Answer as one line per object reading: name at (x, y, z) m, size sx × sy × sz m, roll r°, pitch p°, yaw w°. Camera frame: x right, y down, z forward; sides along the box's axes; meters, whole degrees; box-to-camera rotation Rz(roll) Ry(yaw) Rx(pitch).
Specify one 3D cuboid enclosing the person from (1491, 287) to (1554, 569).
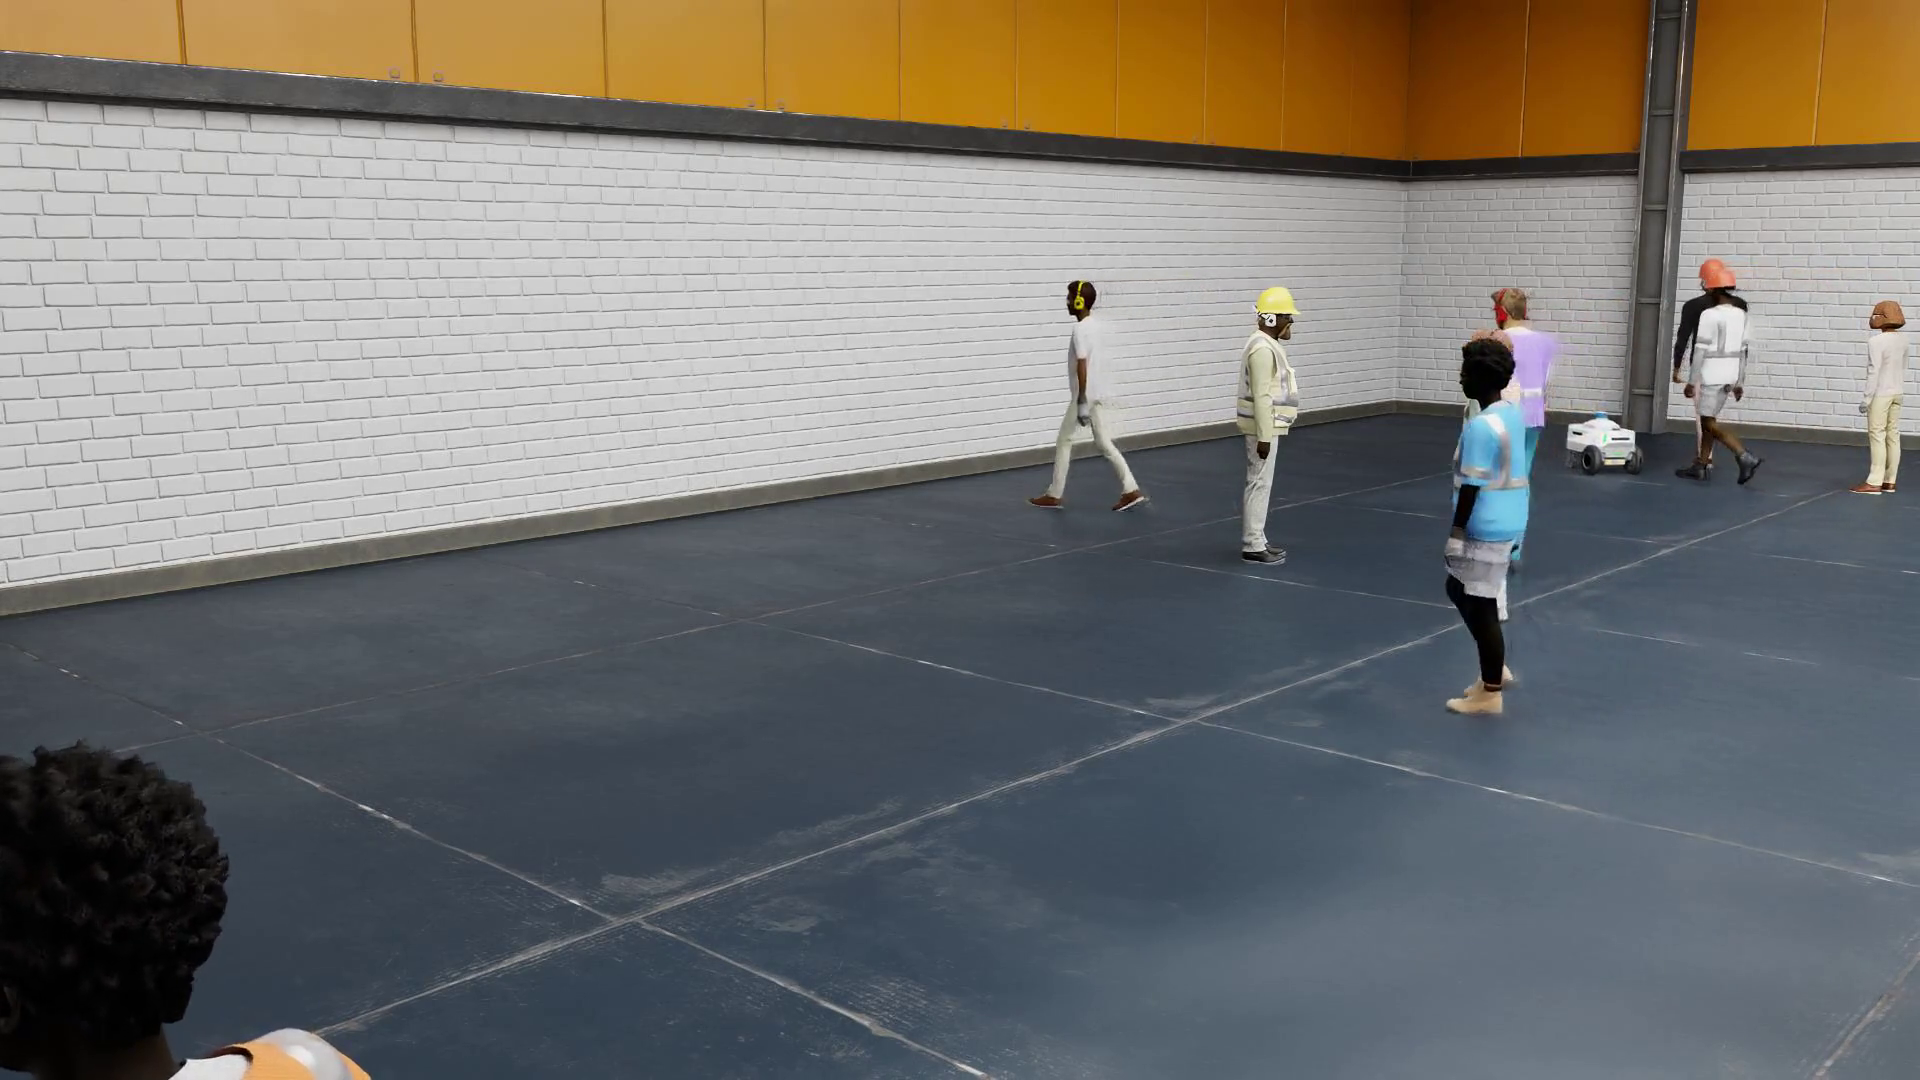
person at (3.553, -0.709, 10.730) m, size 0.559 × 1.823 × 0.448 m, roll -3°, pitch 10°, yaw -15°

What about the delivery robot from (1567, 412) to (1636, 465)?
delivery robot at (5.950, -0.949, 15.443) m, size 0.477 × 0.478 × 0.707 m, roll -1°, pitch 10°, yaw -8°

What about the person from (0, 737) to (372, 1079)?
person at (-0.659, 0.997, 1.413) m, size 0.321 × 1.690 × 0.529 m, roll 3°, pitch 10°, yaw 15°

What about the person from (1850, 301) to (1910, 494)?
person at (7.805, -1.202, 14.081) m, size 0.498 × 1.634 × 0.283 m, roll -6°, pitch 11°, yaw -29°

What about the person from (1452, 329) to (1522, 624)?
person at (2.935, -0.350, 9.274) m, size 0.473 × 1.635 × 0.532 m, roll 8°, pitch 13°, yaw 38°

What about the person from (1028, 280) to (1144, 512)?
person at (1.032, -1.131, 13.126) m, size 0.967 × 1.832 × 0.545 m, roll 6°, pitch 11°, yaw 29°

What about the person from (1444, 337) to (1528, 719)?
person at (2.292, -0.044, 7.319) m, size 0.379 × 1.681 × 0.558 m, roll 6°, pitch 12°, yaw 31°

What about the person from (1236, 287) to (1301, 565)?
person at (2.024, -0.747, 10.962) m, size 0.403 × 1.825 × 0.592 m, roll 2°, pitch 10°, yaw 11°

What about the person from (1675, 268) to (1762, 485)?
person at (6.706, -1.424, 14.584) m, size 0.542 × 1.910 × 0.810 m, roll -6°, pitch 12°, yaw -32°

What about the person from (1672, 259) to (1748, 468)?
person at (7.152, -1.694, 15.970) m, size 0.632 × 1.956 × 0.860 m, roll 0°, pitch 10°, yaw 1°
